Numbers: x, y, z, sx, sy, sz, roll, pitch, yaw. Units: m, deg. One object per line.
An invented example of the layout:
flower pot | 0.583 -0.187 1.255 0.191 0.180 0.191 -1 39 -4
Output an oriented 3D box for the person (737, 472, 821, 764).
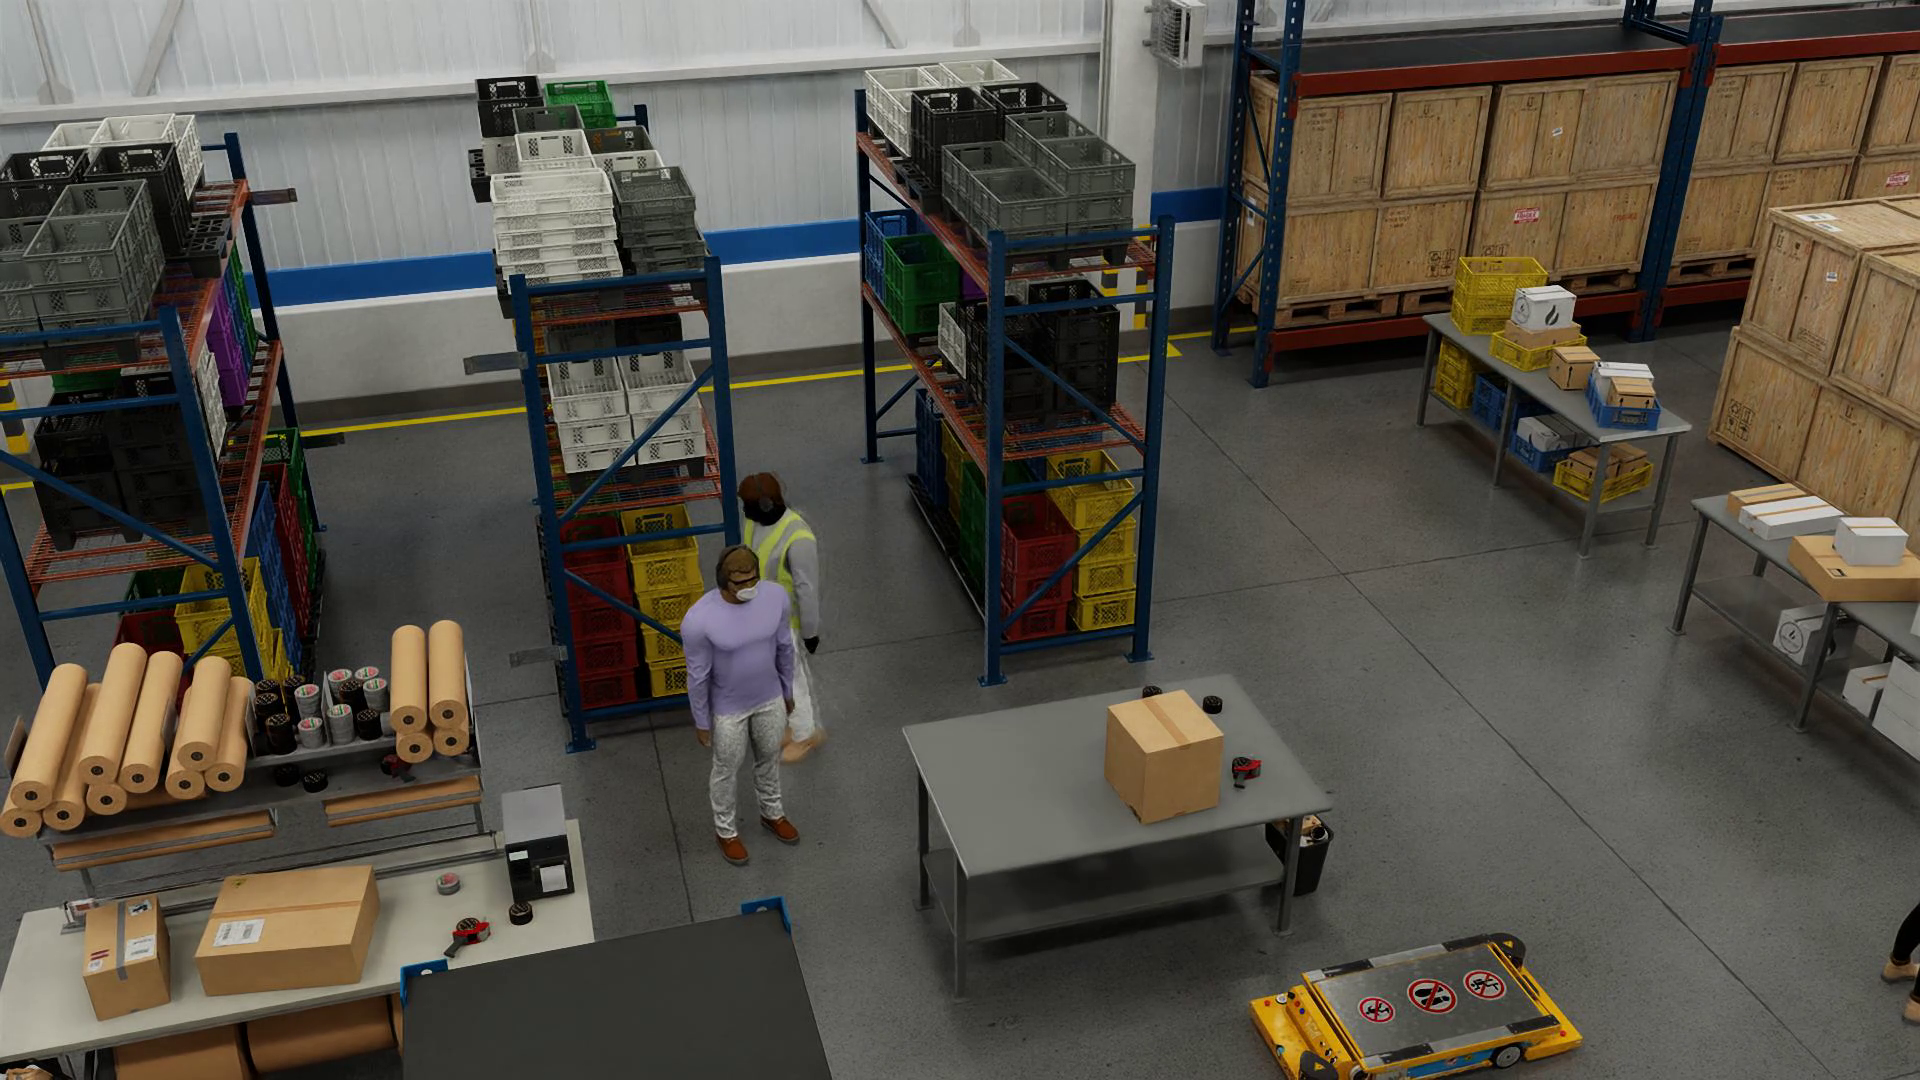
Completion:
person | -1.081 0.443 9.752 0.489 1.808 0.654 -17 33 -28

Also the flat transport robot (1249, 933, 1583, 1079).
flat transport robot | 2.184 2.282 7.980 1.431 0.197 0.652 -8 30 -14

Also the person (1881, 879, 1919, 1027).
person | 4.782 1.549 7.861 0.324 1.690 0.546 2 29 4

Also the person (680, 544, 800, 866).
person | -1.149 0.859 8.859 0.628 1.931 0.358 -18 34 -29
